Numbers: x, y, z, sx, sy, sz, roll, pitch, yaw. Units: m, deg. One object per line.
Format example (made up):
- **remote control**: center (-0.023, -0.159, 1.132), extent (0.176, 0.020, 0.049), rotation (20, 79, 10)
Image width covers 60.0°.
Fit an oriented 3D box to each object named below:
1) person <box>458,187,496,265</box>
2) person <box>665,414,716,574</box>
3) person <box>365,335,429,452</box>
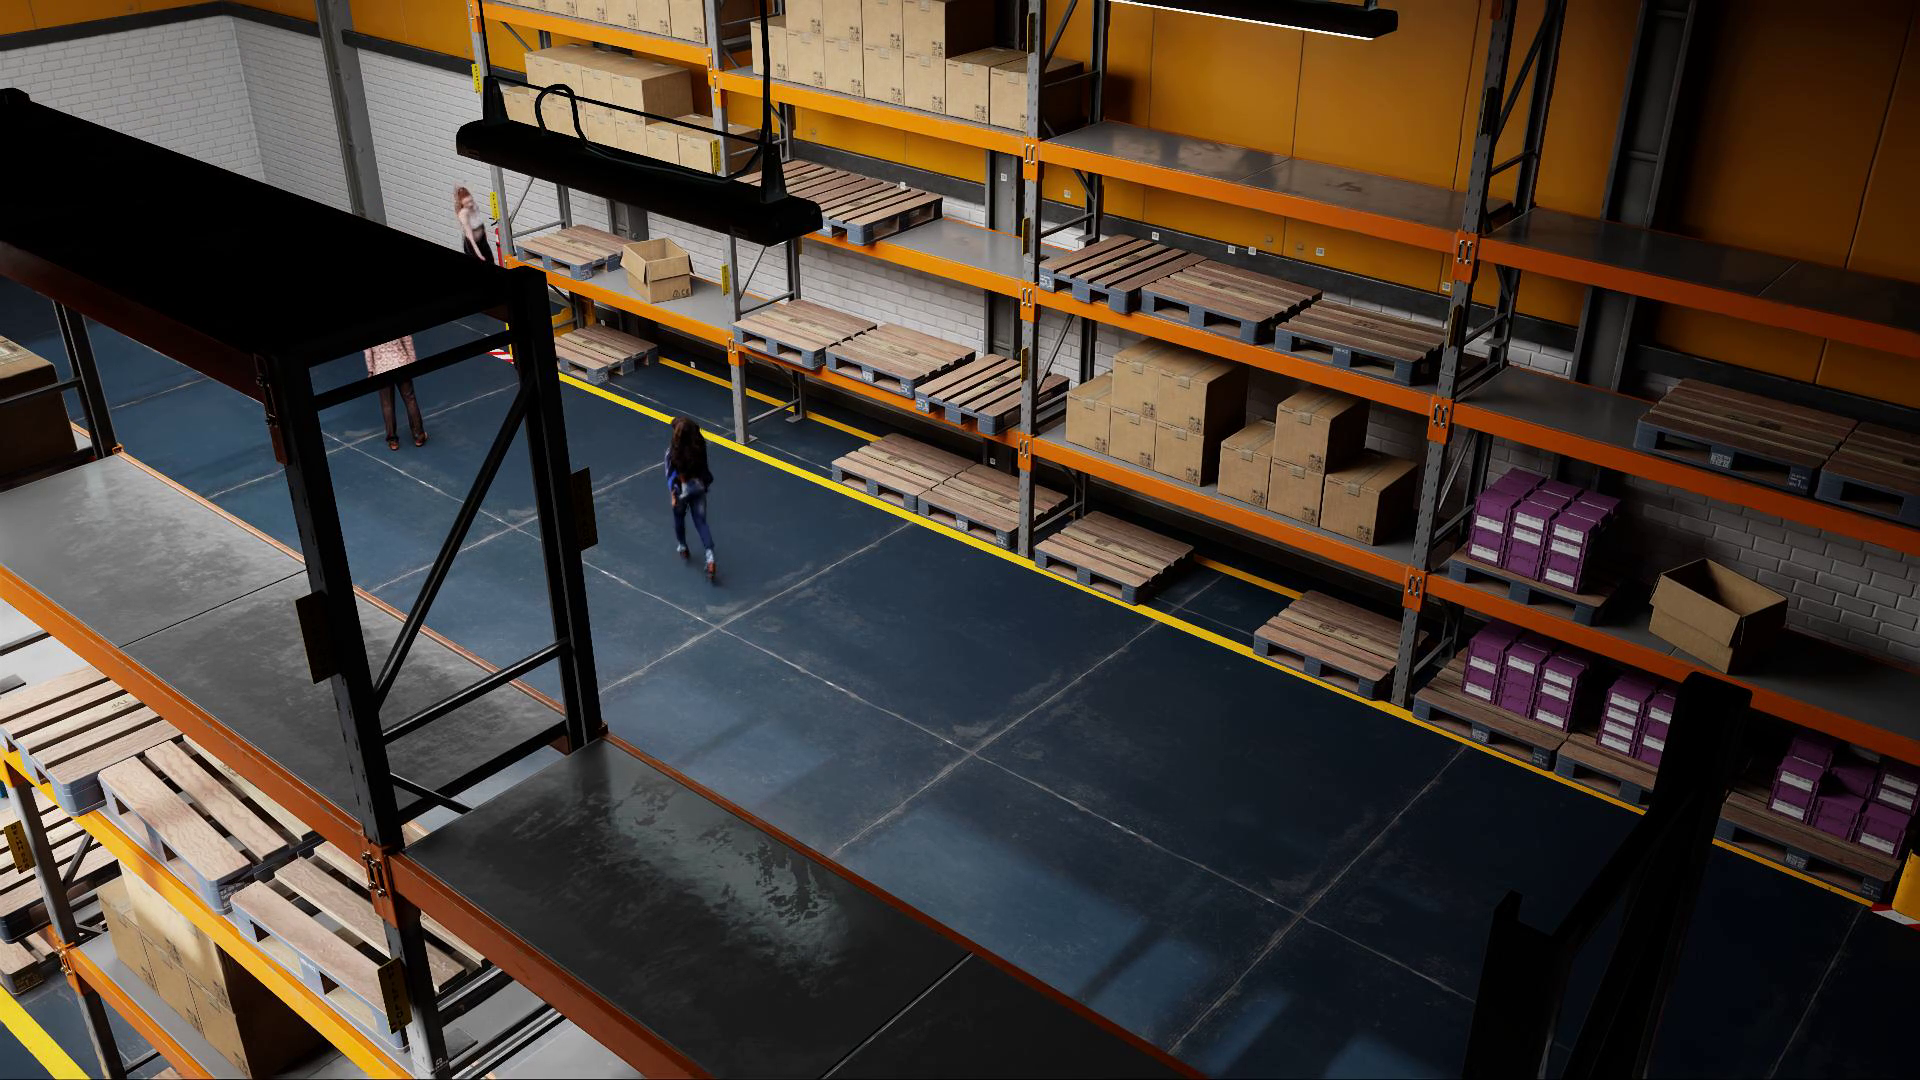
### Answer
- **person**: center (-6.340, -3.789, 21.693), extent (0.876, 1.714, 0.799), rotation (5, 29, 10)
- **person**: center (-2.511, -0.407, 15.629), extent (0.851, 1.585, 1.108), rotation (-15, 32, -26)
- **person**: center (-6.153, -1.851, 18.043), extent (0.774, 1.808, 0.792), rotation (-8, 30, -14)
